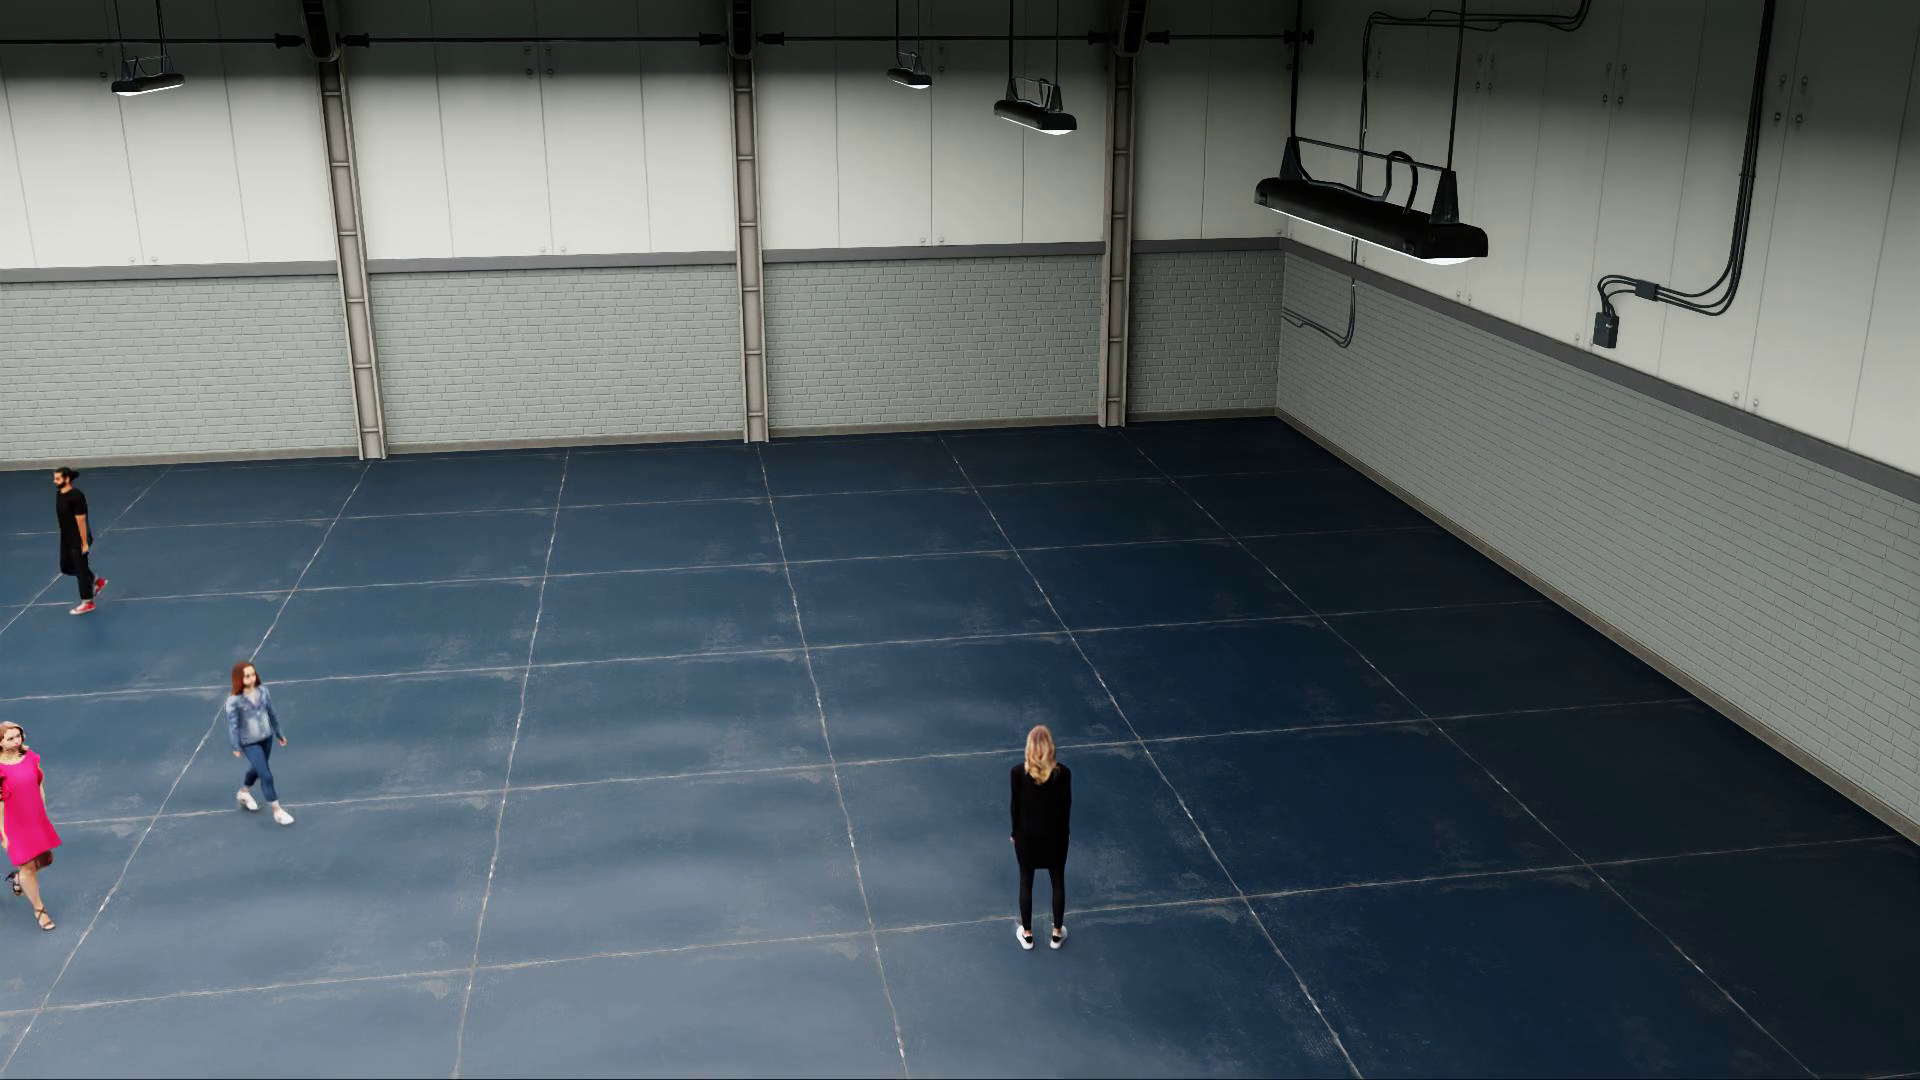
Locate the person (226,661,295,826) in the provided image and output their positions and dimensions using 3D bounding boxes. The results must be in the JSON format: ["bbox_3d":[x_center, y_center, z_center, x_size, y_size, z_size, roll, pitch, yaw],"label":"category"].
[{"bbox_3d":[-6.184,1.740,14.506,1.056,1.454,0.946,10,20,27],"label":"person"}]

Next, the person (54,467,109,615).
[{"bbox_3d":[-10.264,-0.023,19.447,0.875,1.747,0.928,11,21,30],"label":"person"}]

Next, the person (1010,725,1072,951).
[{"bbox_3d":[0.605,2.228,12.449,0.538,1.801,0.709,1,18,3],"label":"person"}]

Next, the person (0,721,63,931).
[{"bbox_3d":[-7.245,2.170,12.764,0.934,1.714,0.842,9,20,27],"label":"person"}]
